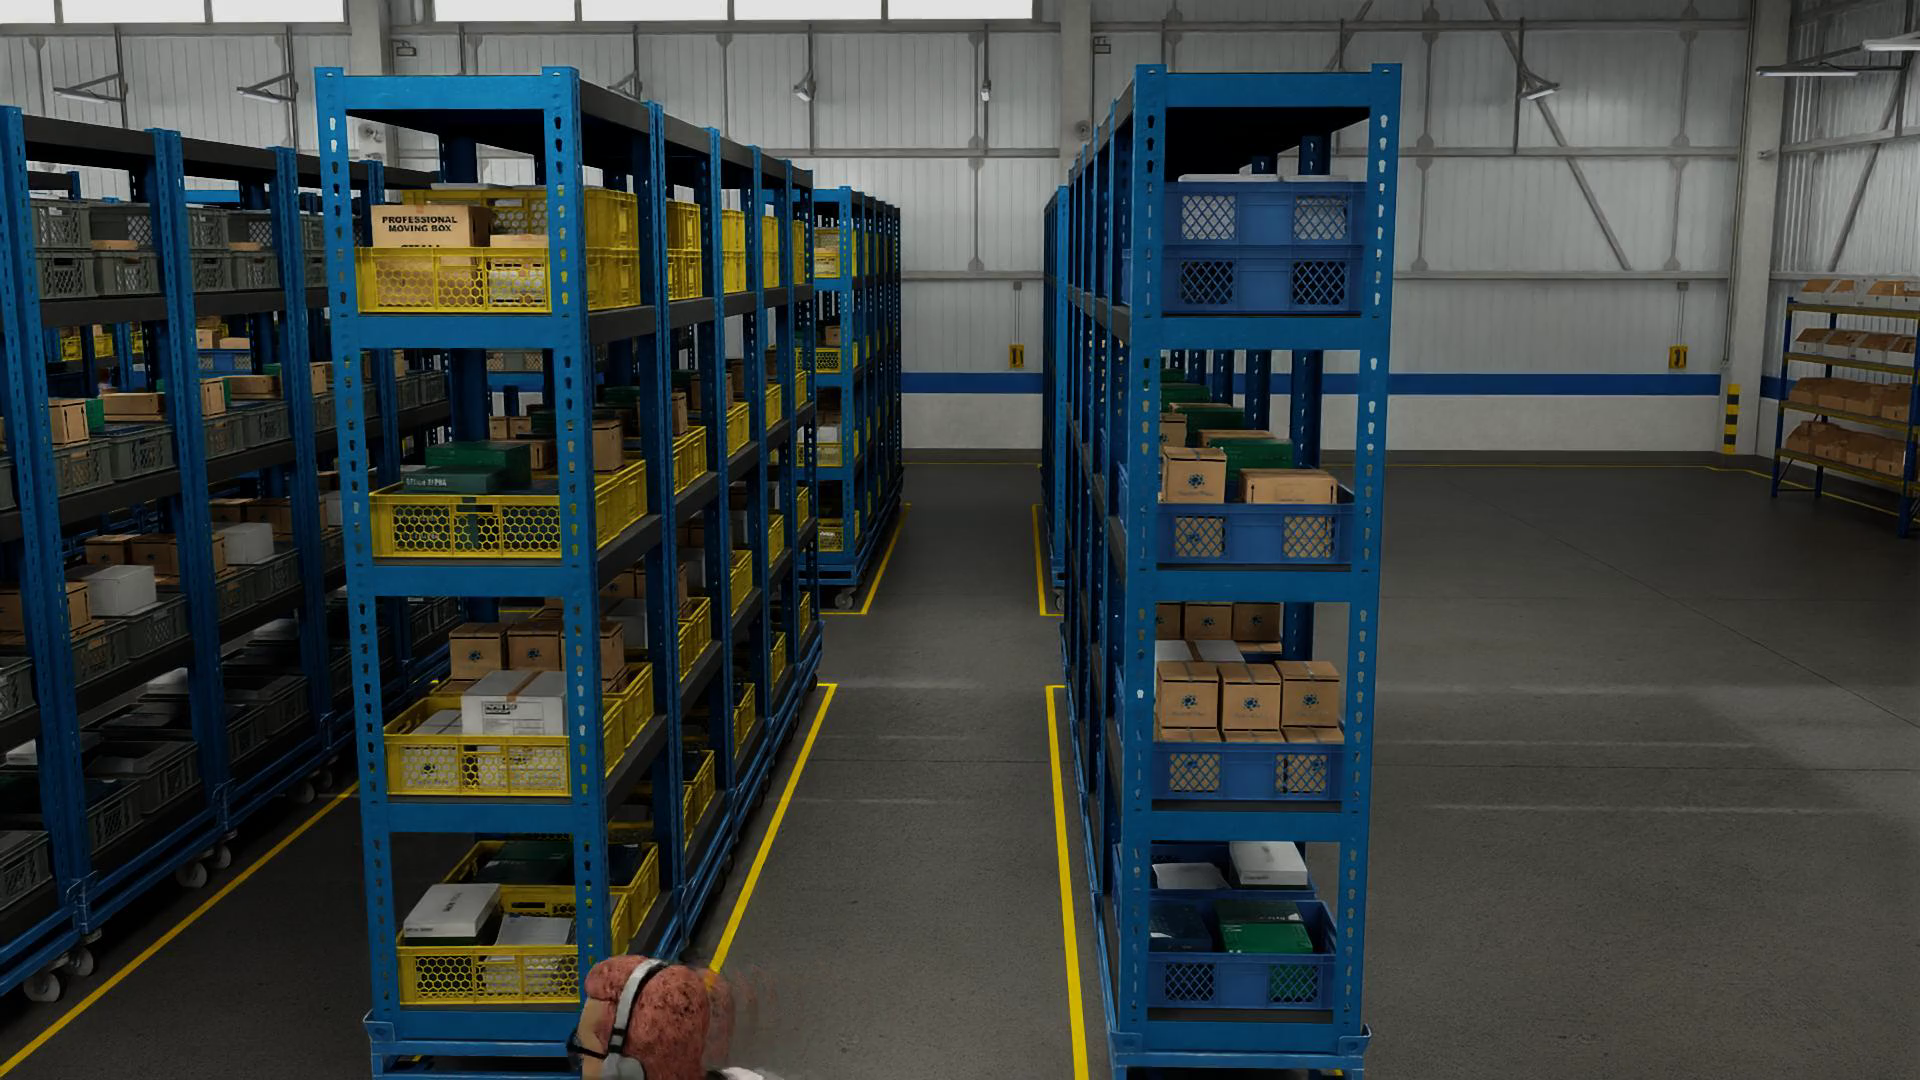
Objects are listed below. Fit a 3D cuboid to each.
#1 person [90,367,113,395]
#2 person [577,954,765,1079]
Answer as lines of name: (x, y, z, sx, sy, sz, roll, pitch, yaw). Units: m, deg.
person: (-9.983, -1.187, 19.458, 0.583, 1.825, 0.581, -1, 10, -4)
person: (-0.534, 1.618, 2.967, 1.013, 1.851, 0.637, 4, 10, 21)
